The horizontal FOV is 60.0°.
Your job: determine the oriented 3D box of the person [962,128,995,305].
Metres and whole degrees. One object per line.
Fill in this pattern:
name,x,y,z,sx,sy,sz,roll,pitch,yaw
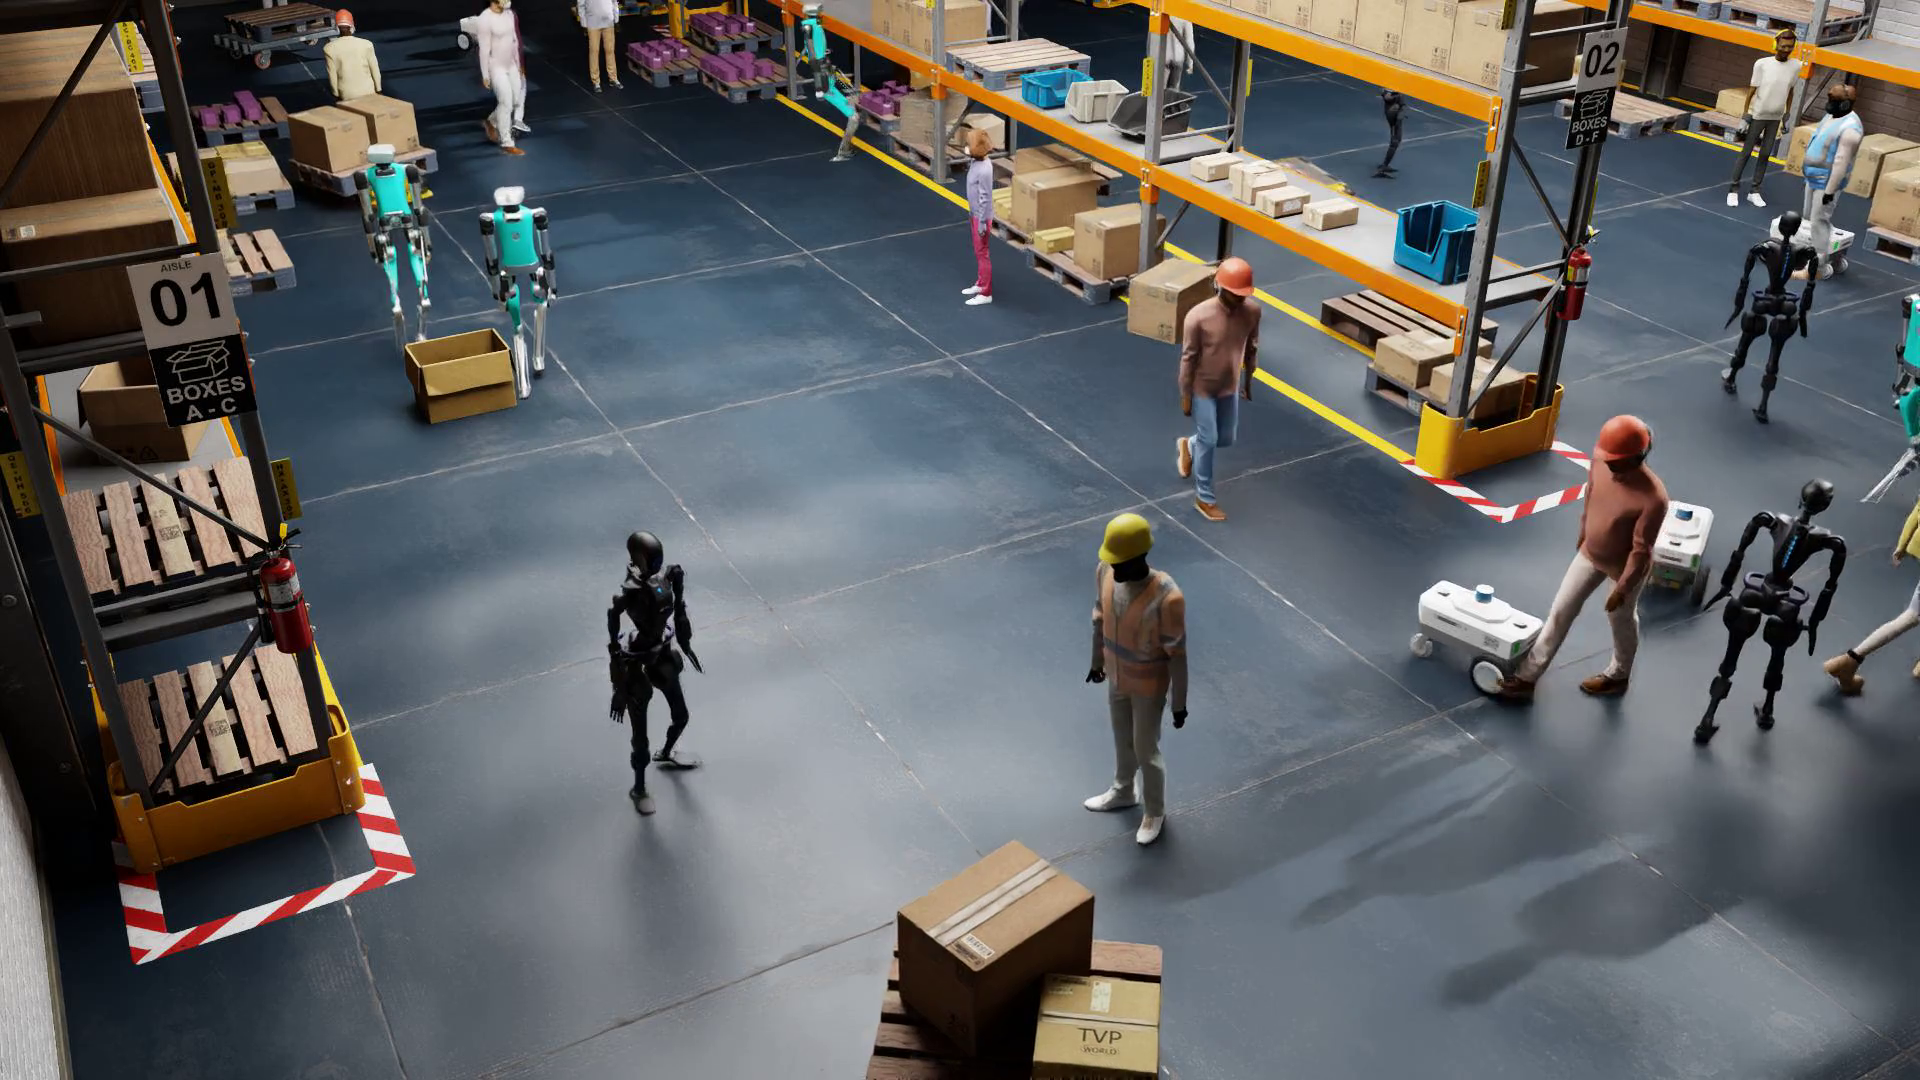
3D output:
person,0.176,-2.955,15.192,0.283,1.628,0.503,-5,30,-8

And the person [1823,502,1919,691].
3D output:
person,5.657,0.086,9.686,0.911,1.853,0.493,-1,30,-2

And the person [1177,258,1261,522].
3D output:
person,1.767,-1.116,11.669,0.619,1.957,0.725,-13,32,-21

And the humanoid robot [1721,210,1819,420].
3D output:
humanoid robot,6.440,-1.827,13.215,0.610,1.622,0.770,6,30,10

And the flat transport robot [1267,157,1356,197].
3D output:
flat transport robot,3.699,-3.889,18.180,0.659,0.231,1.431,-9,31,-16

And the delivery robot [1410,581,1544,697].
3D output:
delivery robot,3.184,0.571,10.146,0.797,0.613,0.499,26,39,38

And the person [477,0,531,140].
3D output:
person,-5.393,-5.705,19.673,0.490,1.928,0.506,0,30,0

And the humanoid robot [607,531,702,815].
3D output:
humanoid robot,-1.658,0.652,8.857,0.382,1.638,0.609,19,35,30

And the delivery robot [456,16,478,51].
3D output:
delivery robot,-6.790,-7.273,23.787,0.802,0.598,0.499,14,33,23

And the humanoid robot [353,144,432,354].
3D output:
humanoid robot,-4.749,-2.364,14.165,0.542,1.901,0.724,-10,31,-16

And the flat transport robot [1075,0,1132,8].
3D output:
flat transport robot,2.049,-8.754,26.649,0.659,0.231,1.431,-26,39,-37

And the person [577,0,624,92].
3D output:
person,-4.689,-6.759,21.684,0.571,1.750,0.329,-20,35,-31

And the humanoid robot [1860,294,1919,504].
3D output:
humanoid robot,6.941,-1.010,11.747,0.911,1.796,0.533,-6,30,-11

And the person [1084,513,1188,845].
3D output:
person,0.884,0.710,8.531,0.417,1.913,0.644,-23,37,-34

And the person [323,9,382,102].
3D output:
person,-6.810,-5.089,18.777,0.561,1.751,0.323,-10,32,-18

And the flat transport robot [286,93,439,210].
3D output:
flat transport robot,-6.478,-3.891,18.183,1.431,0.231,0.659,22,36,33

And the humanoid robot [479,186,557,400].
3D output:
humanoid robot,-3.557,-2.086,13.572,0.536,1.755,0.942,-7,31,-12

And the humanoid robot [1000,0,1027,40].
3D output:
humanoid robot,0.814,-7.638,23.347,0.500,1.653,0.613,9,31,15

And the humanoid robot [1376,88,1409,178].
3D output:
humanoid robot,4.845,-4.847,18.432,0.333,1.655,0.589,4,30,6

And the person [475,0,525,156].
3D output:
person,-5.387,-5.456,19.272,0.698,1.900,0.698,11,32,18

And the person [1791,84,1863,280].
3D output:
person,8.172,-3.393,15.749,0.431,1.835,0.633,3,30,5

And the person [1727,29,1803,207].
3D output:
person,8.505,-4.439,17.537,0.529,1.864,0.309,1,30,1

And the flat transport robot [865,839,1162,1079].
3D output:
flat transport robot,0.251,2.359,7.303,0.659,0.231,1.431,4,30,7

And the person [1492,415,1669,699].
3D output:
person,3.630,0.137,9.516,0.992,1.919,0.671,-12,32,-20

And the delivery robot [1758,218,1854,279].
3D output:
delivery robot,8.242,-2.895,16.175,0.499,0.607,0.808,-20,36,-31

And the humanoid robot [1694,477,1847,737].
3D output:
humanoid robot,4.543,0.378,9.370,0.622,1.645,0.592,18,35,29

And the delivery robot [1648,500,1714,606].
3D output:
delivery robot,4.752,0.055,11.037,0.499,0.606,0.807,15,33,25

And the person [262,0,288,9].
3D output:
person,-10.220,-8.528,24.680,0.429,1.839,0.633,18,34,28

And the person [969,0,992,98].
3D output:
person,0.184,-6.677,21.405,0.401,1.898,0.660,-21,36,-32

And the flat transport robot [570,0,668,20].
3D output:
flat transport robot,-5.268,-8.261,25.790,1.431,0.231,0.659,-12,32,-19

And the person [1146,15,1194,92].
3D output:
person,2.499,-5.751,19.828,0.572,1.865,0.800,0,30,1

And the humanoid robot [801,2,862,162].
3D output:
humanoid robot,-1.396,-5.224,19.038,0.790,1.774,0.530,6,30,10
